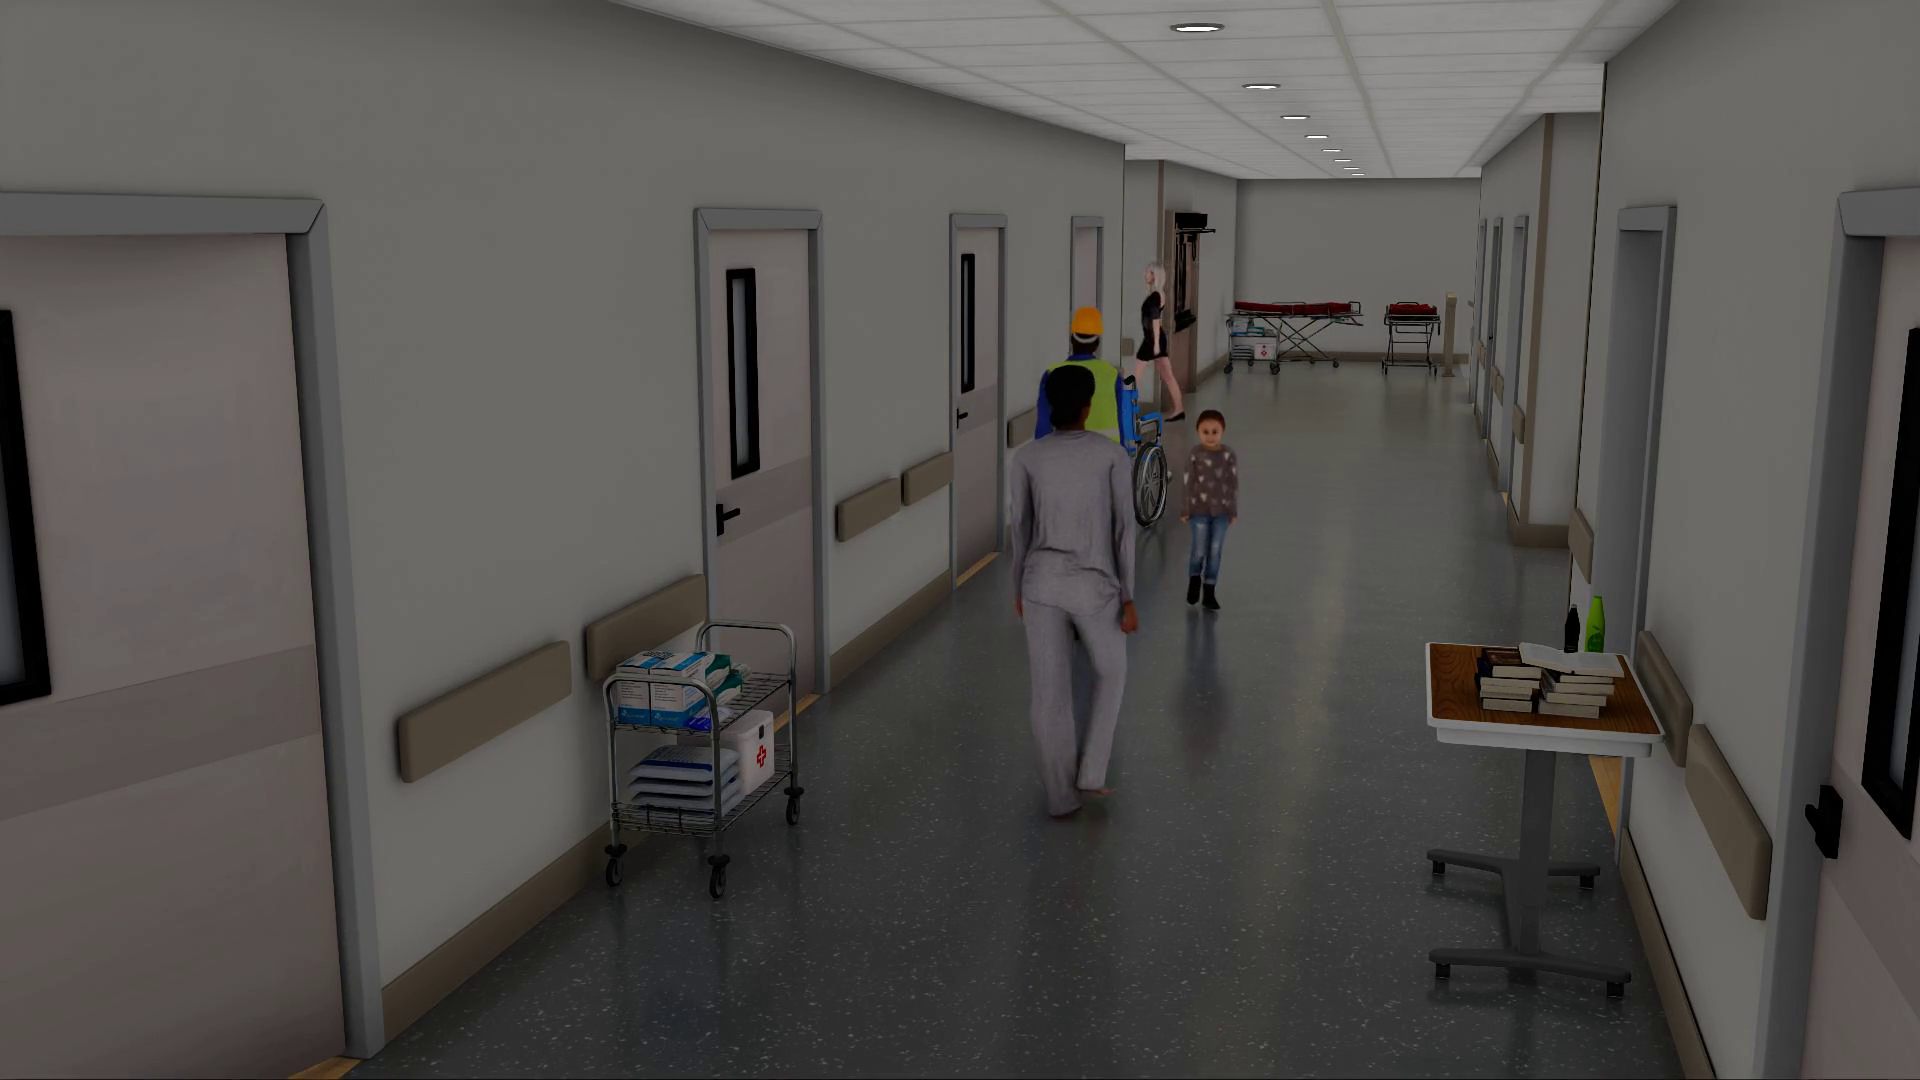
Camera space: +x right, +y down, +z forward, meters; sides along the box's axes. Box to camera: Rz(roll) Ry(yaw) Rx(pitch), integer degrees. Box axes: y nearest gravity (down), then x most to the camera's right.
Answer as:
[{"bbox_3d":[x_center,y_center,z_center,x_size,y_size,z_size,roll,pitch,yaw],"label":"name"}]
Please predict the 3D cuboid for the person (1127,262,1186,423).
[{"bbox_3d":[2.272,-2.163,18.647,0.733,1.778,1.113,4,11,19],"label":"person"}]

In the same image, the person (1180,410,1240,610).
[{"bbox_3d":[1.475,-0.187,9.831,0.541,1.184,0.603,1,11,3],"label":"person"}]

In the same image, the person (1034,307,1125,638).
[{"bbox_3d":[0.674,-0.339,8.993,0.758,1.795,0.782,-1,11,-4],"label":"person"}]

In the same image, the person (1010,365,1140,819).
[{"bbox_3d":[0.411,0.215,6.256,0.664,1.726,0.616,3,11,13],"label":"person"}]
